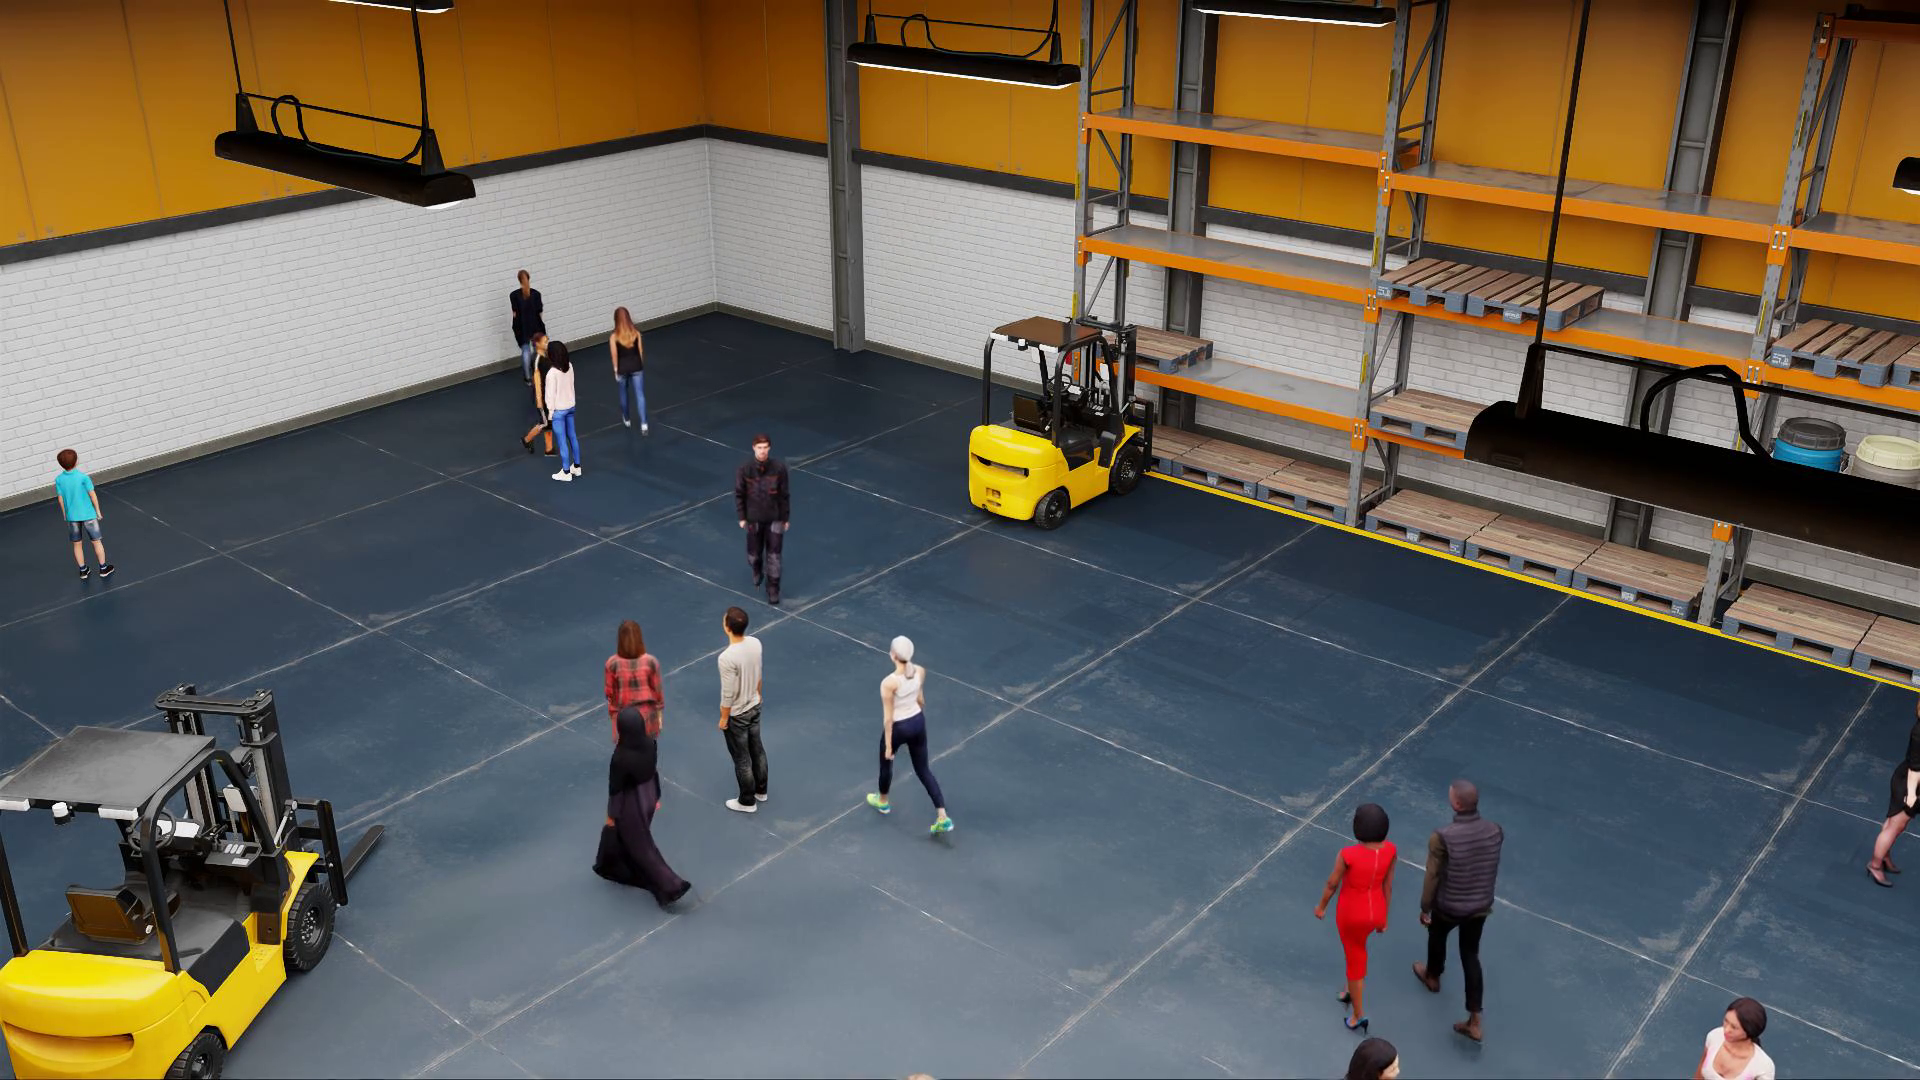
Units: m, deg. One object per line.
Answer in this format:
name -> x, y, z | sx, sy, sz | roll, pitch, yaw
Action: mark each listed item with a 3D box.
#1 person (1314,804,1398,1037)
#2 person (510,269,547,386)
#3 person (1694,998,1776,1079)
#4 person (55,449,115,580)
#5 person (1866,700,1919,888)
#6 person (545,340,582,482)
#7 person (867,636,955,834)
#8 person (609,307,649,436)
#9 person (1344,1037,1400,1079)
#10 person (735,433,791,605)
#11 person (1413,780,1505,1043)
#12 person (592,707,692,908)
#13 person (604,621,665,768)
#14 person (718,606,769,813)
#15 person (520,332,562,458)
person -> 2.680, 2.551, 10.991 | 0.732, 1.731, 0.805 | -8, 25, -18
person -> -6.191, -3.065, 23.896 | 0.719, 1.685, 0.744 | -6, 24, -14
person -> 4.283, 3.284, 9.303 | 0.704, 1.739, 0.571 | -12, 26, -26
person -> -9.444, -0.293, 17.849 | 0.591, 1.449, 0.635 | -4, 24, -10
person -> 7.215, 1.851, 12.629 | 0.486, 1.702, 0.576 | 18, 30, 36
person -> -4.882, -1.600, 20.439 | 0.626, 1.769, 0.699 | 11, 26, 24
person -> -0.364, 1.596, 13.264 | 0.755, 1.661, 1.226 | -19, 30, -36
person -> -4.328, -2.193, 21.895 | 0.956, 1.688, 1.158 | -7, 25, -16
person -> 2.089, 3.397, 9.067 | 0.754, 1.722, 0.716 | 1, 24, 3
person -> -2.024, -0.251, 17.284 | 0.971, 1.825, 1.035 | -3, 24, -7
person -> 3.380, 2.487, 11.062 | 1.175, 1.792, 1.273 | -4, 24, -8
person -> -2.380, 1.997, 12.421 | 1.163, 1.600, 0.800 | 11, 26, 23
person -> -2.620, 1.512, 13.470 | 1.064, 1.650, 1.150 | -5, 24, -10
person -> -1.771, 1.376, 13.578 | 0.584, 1.811, 0.692 | 14, 27, 28
person -> -5.368, -1.838, 21.129 | 0.889, 1.653, 0.805 | 2, 24, 6
